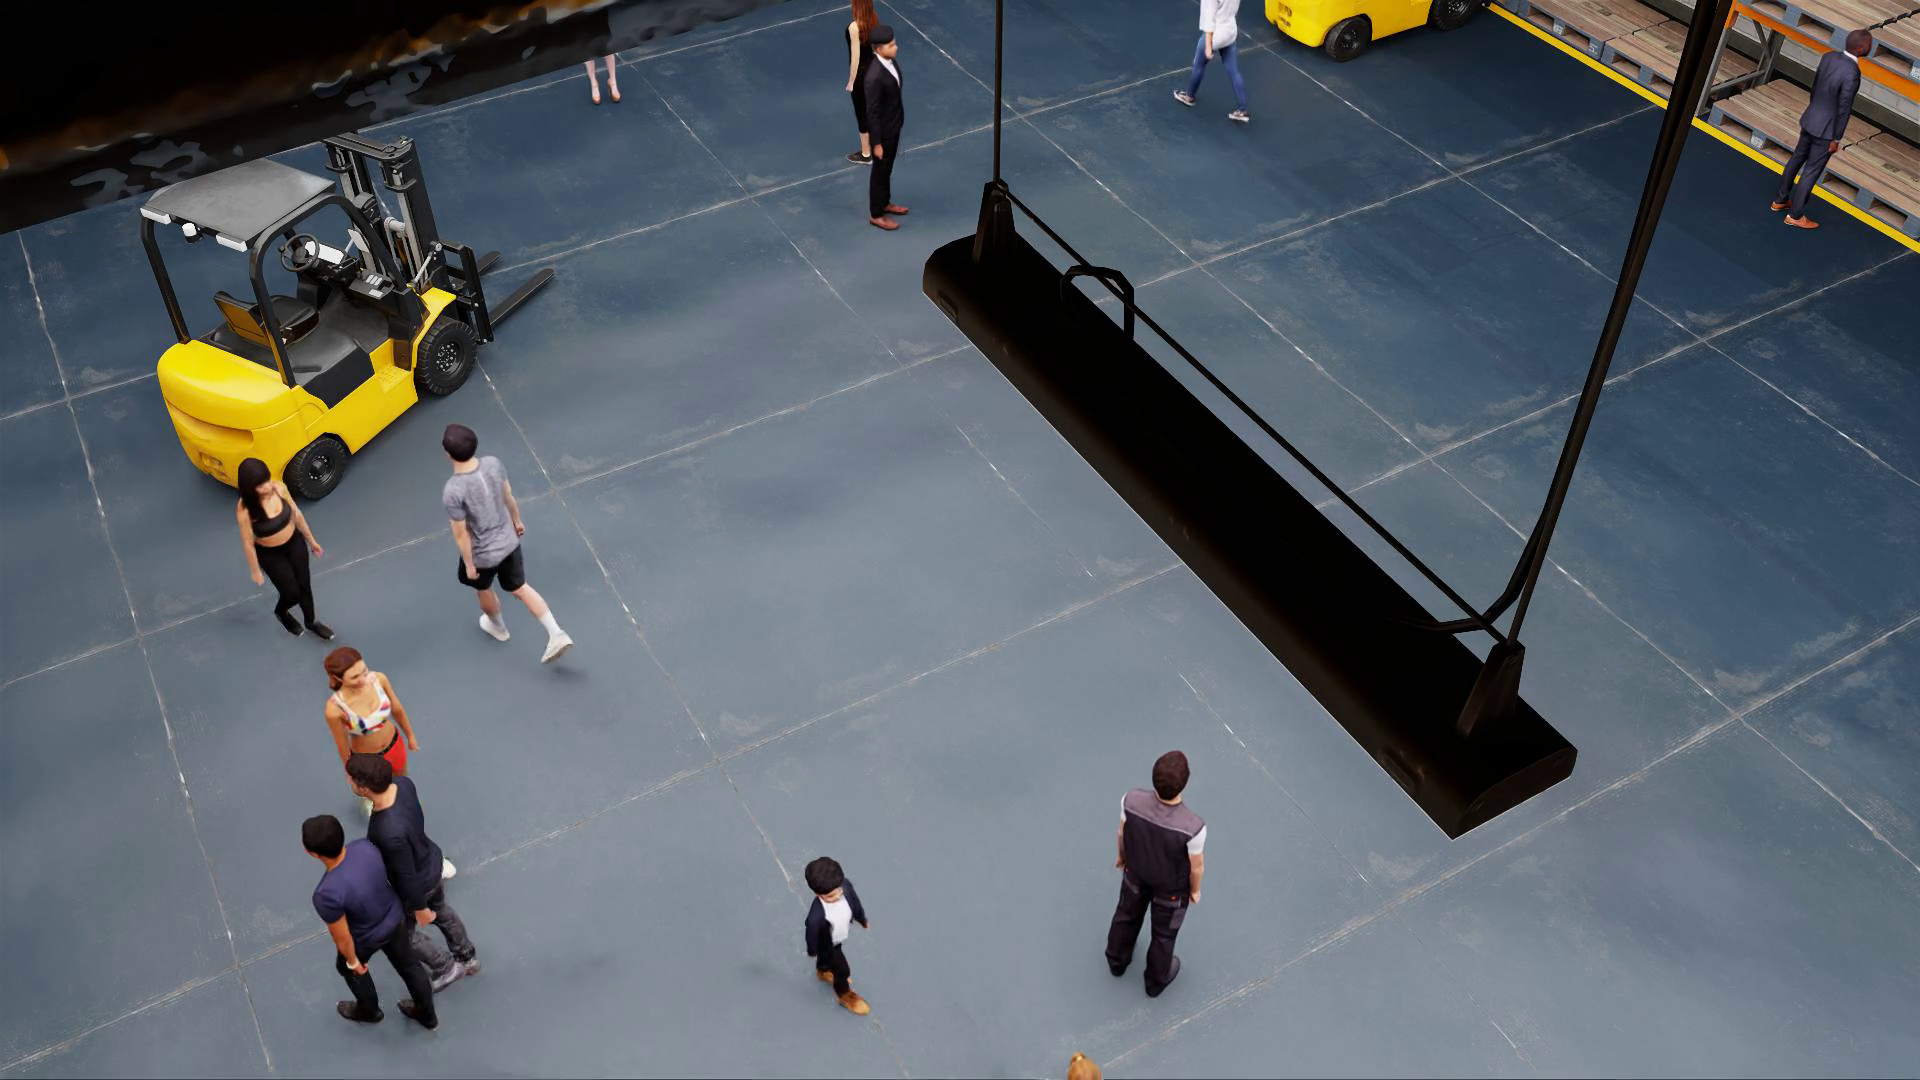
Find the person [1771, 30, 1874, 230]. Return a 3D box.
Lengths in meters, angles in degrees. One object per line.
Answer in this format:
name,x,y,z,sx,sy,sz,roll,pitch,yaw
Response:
person,7.597,-3.641,14.634,0.846,1.824,0.700,-3,44,-3

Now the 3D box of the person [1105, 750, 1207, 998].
person,1.055,1.791,8.919,0.691,1.843,0.806,24,49,23

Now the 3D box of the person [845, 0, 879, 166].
person,-0.886,-4.325,15.424,0.659,1.726,0.651,22,48,21

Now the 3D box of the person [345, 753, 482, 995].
person,-2.821,1.791,8.911,0.821,1.854,0.700,-7,44,-7

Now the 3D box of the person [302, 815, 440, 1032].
person,-2.999,2.050,8.697,0.937,1.773,0.861,19,47,19

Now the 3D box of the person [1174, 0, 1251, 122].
person,2.567,-4.806,15.968,0.738,1.671,1.165,-26,49,-25

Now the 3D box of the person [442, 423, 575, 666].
person,-2.950,0.091,10.715,1.200,1.827,0.962,26,49,25

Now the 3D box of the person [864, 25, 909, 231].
person,-0.672,-3.637,14.589,0.810,1.882,0.754,10,45,11

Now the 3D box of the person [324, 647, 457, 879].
person,-3.403,1.205,9.596,1.198,1.758,0.886,27,50,25

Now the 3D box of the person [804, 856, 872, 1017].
person,-0.756,2.095,9.057,0.736,1.212,0.664,18,47,18

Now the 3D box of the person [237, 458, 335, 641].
person,-4.509,0.040,10.912,0.815,1.628,0.759,20,47,20
